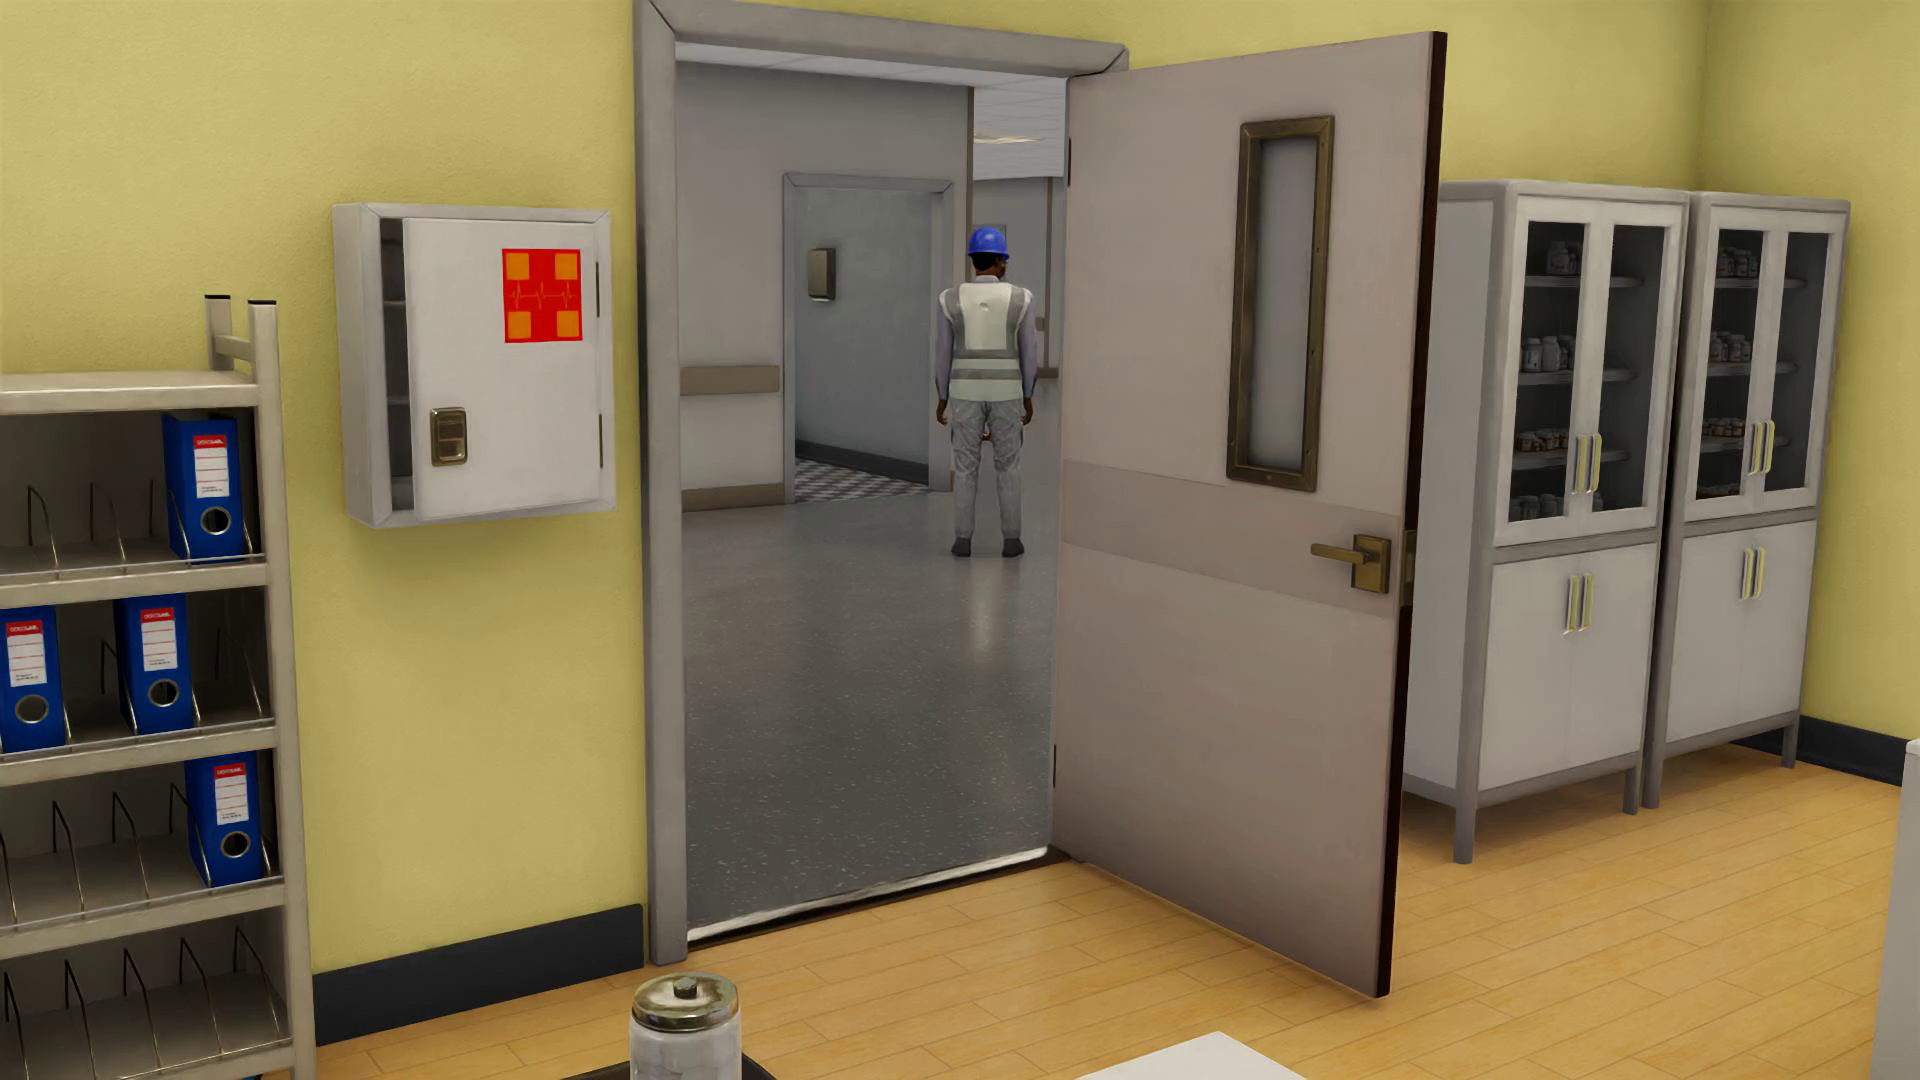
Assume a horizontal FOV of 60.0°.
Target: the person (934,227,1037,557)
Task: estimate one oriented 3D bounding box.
[{"bbox_3d":[0.151,-0.860,9.809,0.603,1.942,0.402,1,10,3],"label":"person"}]
